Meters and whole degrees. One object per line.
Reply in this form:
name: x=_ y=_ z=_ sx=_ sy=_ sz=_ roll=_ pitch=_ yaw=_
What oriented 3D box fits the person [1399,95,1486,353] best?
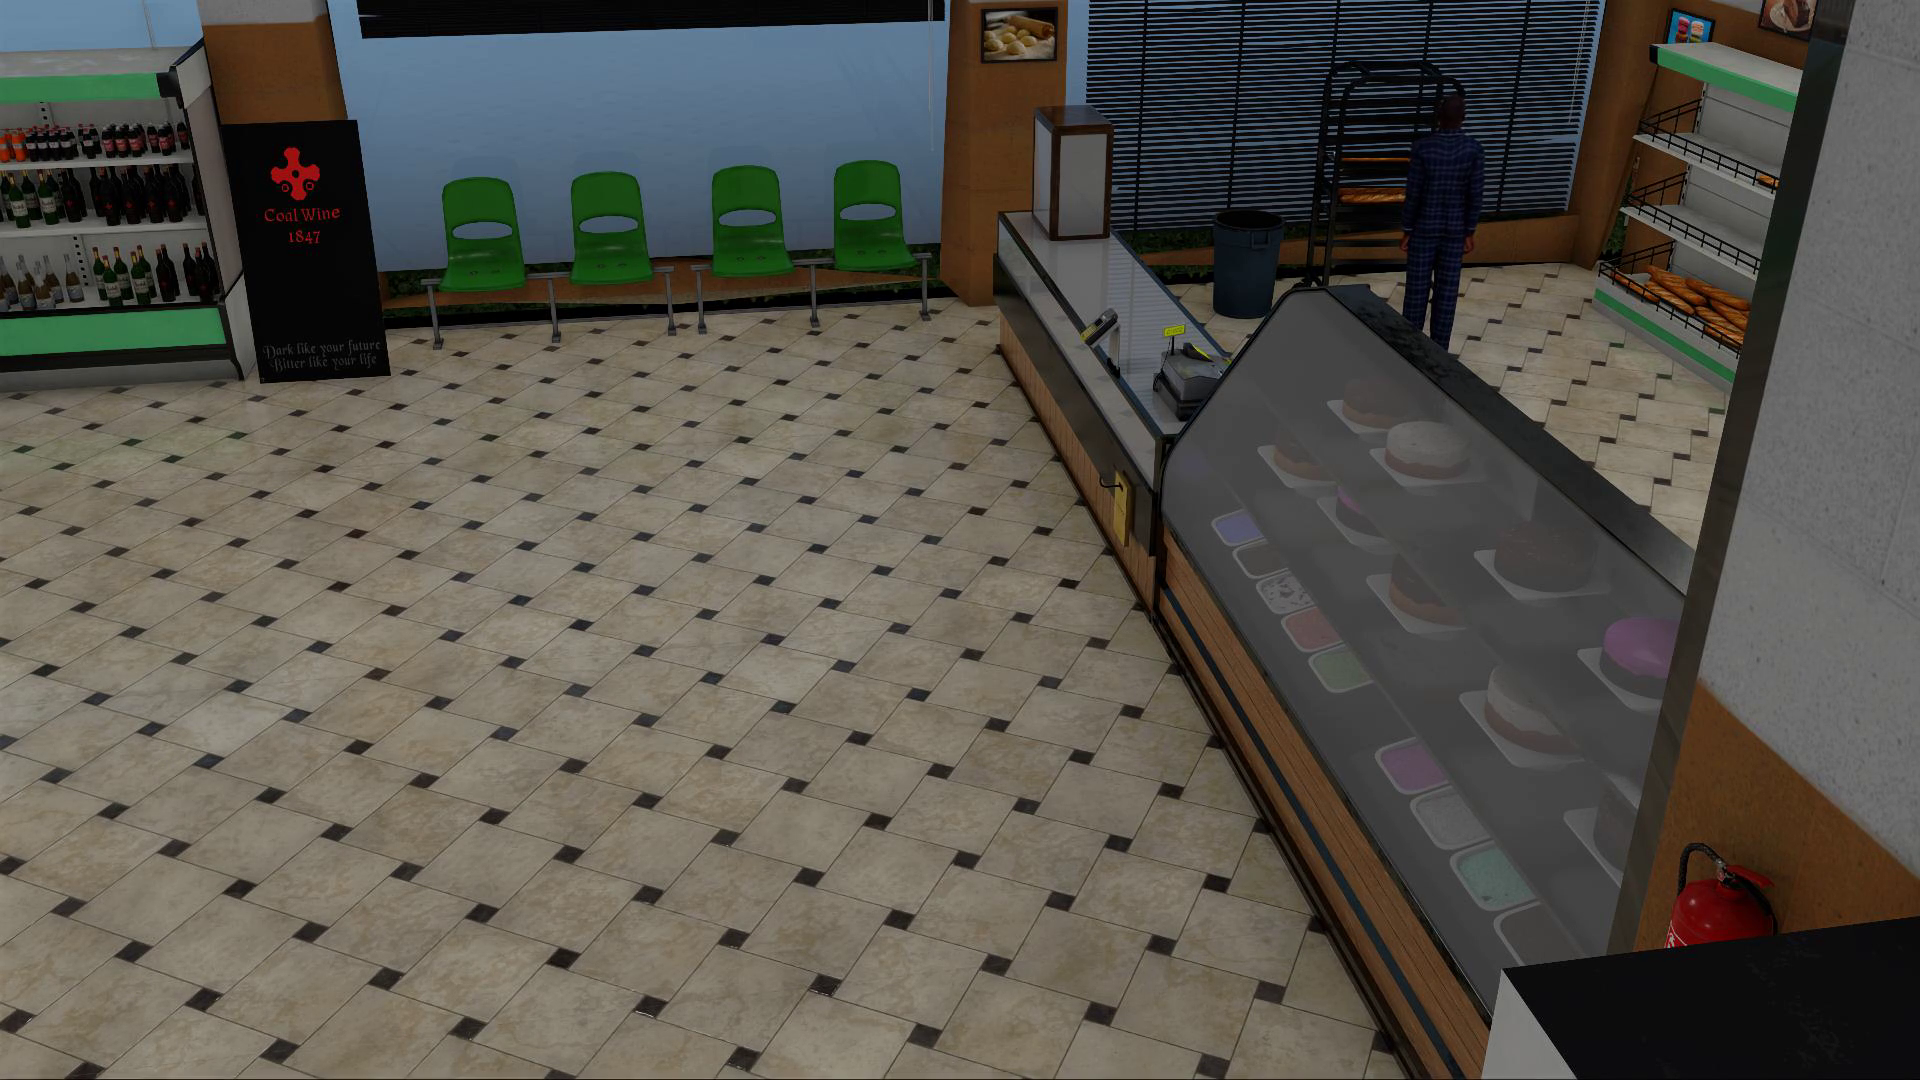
person: x=3.235 y=-2.100 z=11.269 sx=0.675 sy=1.824 sz=0.814 roll=5 pitch=27 yaw=10
